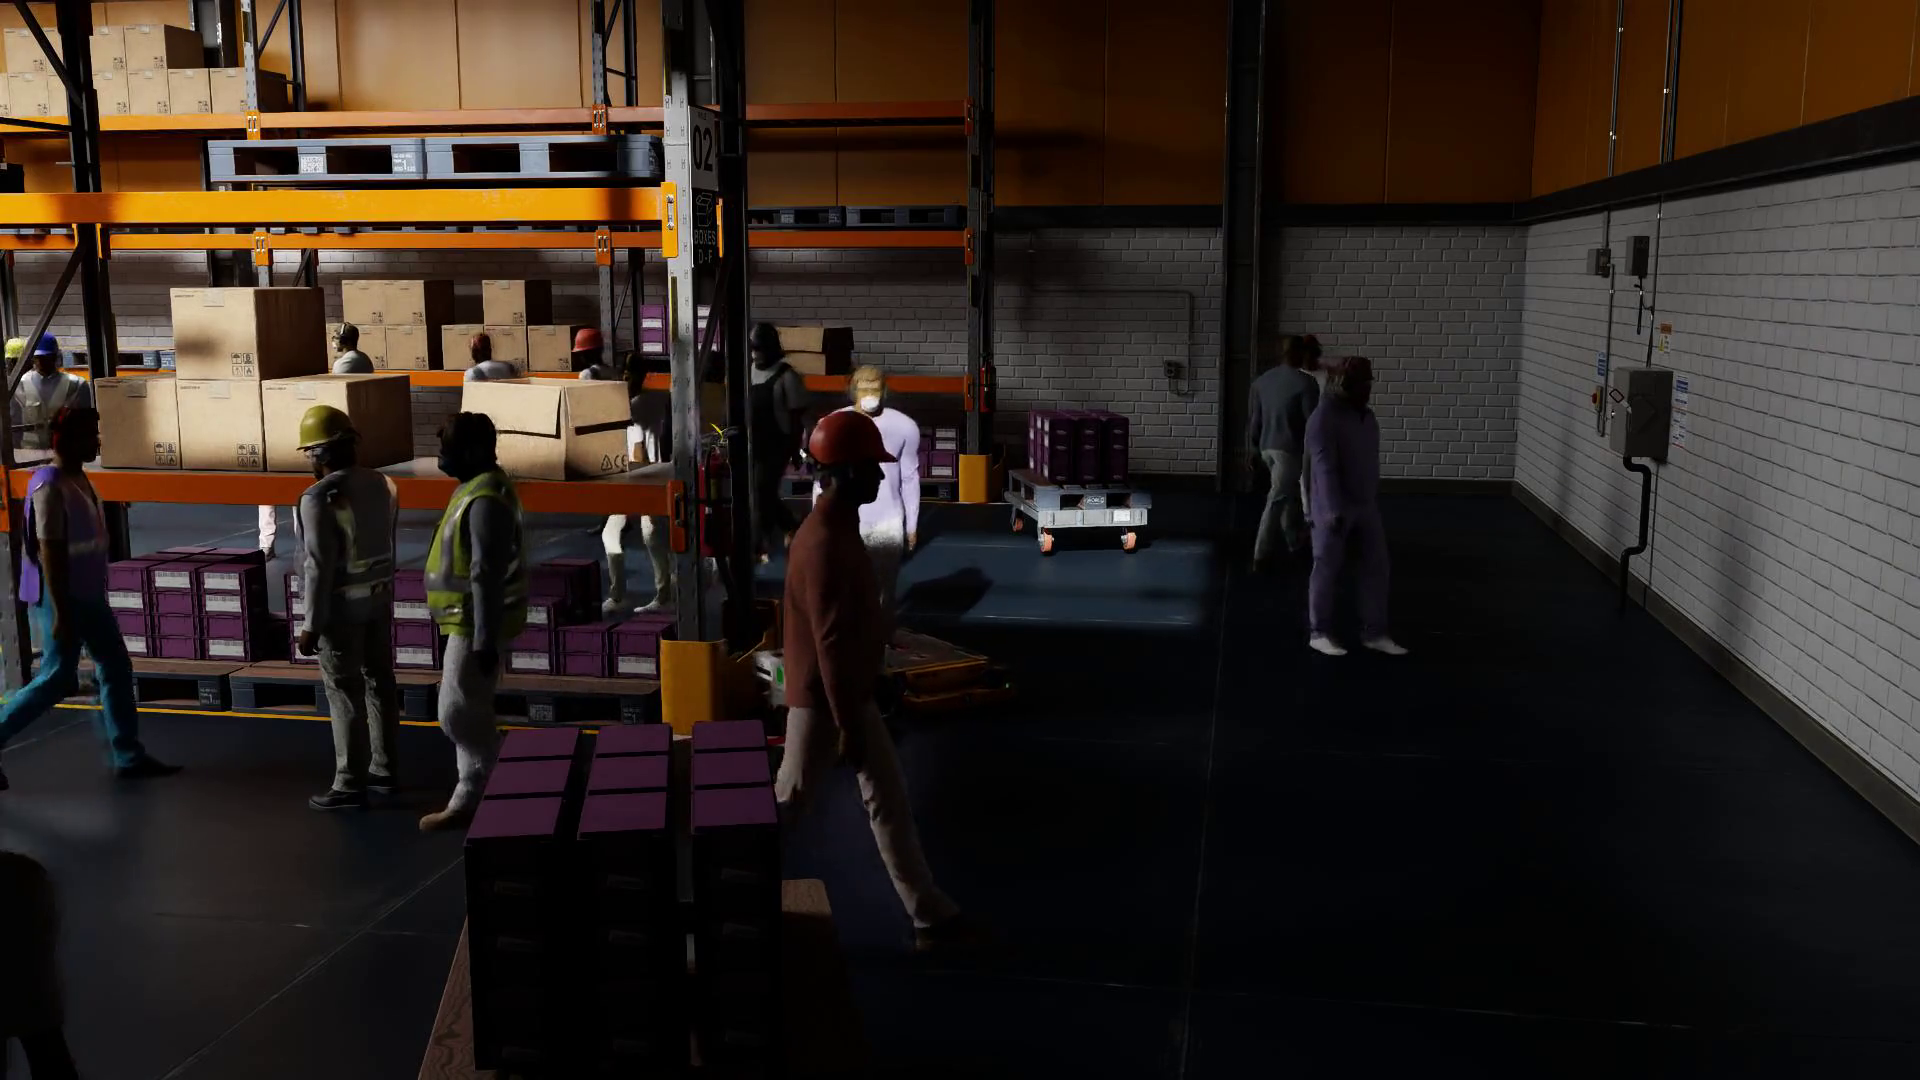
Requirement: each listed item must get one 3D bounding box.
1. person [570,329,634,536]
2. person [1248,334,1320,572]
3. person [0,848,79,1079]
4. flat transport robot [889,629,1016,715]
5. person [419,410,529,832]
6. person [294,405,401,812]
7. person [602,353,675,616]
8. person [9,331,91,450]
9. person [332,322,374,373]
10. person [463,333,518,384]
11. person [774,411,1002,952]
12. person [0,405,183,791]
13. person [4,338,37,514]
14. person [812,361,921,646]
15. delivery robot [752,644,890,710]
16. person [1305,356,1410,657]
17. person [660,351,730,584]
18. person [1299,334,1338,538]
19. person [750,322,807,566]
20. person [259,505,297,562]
[{"bbox_3d":[-3.190,-0.930,14.878,0.582,1.909,0.551,3,10,16],"label":"person"},{"bbox_3d":[2.698,-0.703,13.474,0.962,1.899,0.631,-5,10,-28],"label":"person"},{"bbox_3d":[-1.563,1.097,2.462,0.543,1.859,0.373,-5,11,-30],"label":"person"},{"bbox_3d":[-0.339,0.727,9.648,0.652,0.197,1.431,-6,11,-32],"label":"flat transport robot"},{"bbox_3d":[-2.073,0.364,7.062,0.486,1.835,0.651,-3,10,-16],"label":"person"},{"bbox_3d":[-2.760,0.305,7.469,0.403,1.823,0.587,3,10,17],"label":"person"},{"bbox_3d":[-2.335,-0.381,11.660,0.734,1.845,0.522,2,9,12],"label":"person"},{"bbox_3d":[-7.168,-0.674,13.150,0.608,1.946,0.406,-3,10,-19],"label":"person"},{"bbox_3d":[-5.710,-1.078,15.691,0.377,1.940,0.629,0,9,2],"label":"person"},{"bbox_3d":[-4.381,-1.021,15.675,0.713,1.842,0.609,7,11,36],"label":"person"},{"bbox_3d":[-0.418,0.524,5.743,1.050,1.942,0.639,1,9,3],"label":"person"},{"bbox_3d":[-4.201,0.273,7.734,0.866,1.811,0.574,-2,9,-13],"label":"person"},{"bbox_3d":[-8.593,-0.933,15.213,0.815,1.796,0.591,-4,10,-23],"label":"person"},{"bbox_3d":[-0.548,-0.113,9.848,0.643,1.910,0.881,0,9,-3],"label":"person"},{"bbox_3d":[-0.735,0.675,8.803,0.707,0.478,0.477,-6,11,-34],"label":"delivery robot"},{"bbox_3d":[2.469,-0.185,10.318,0.658,1.891,0.641,-7,12,-38],"label":"person"},{"bbox_3d":[-1.977,-0.545,12.817,0.712,1.810,0.429,-2,9,-14],"label":"person"},{"bbox_3d":[3.170,-0.927,15.001,0.587,1.859,0.464,4,10,23],"label":"person"},{"bbox_3d":[-1.587,-0.836,13.871,0.687,2.000,0.897,7,11,36],"label":"person"},{"bbox_3d":[-5.662,-0.812,13.862,0.608,1.996,0.382,-2,9,-13],"label":"person"}]
